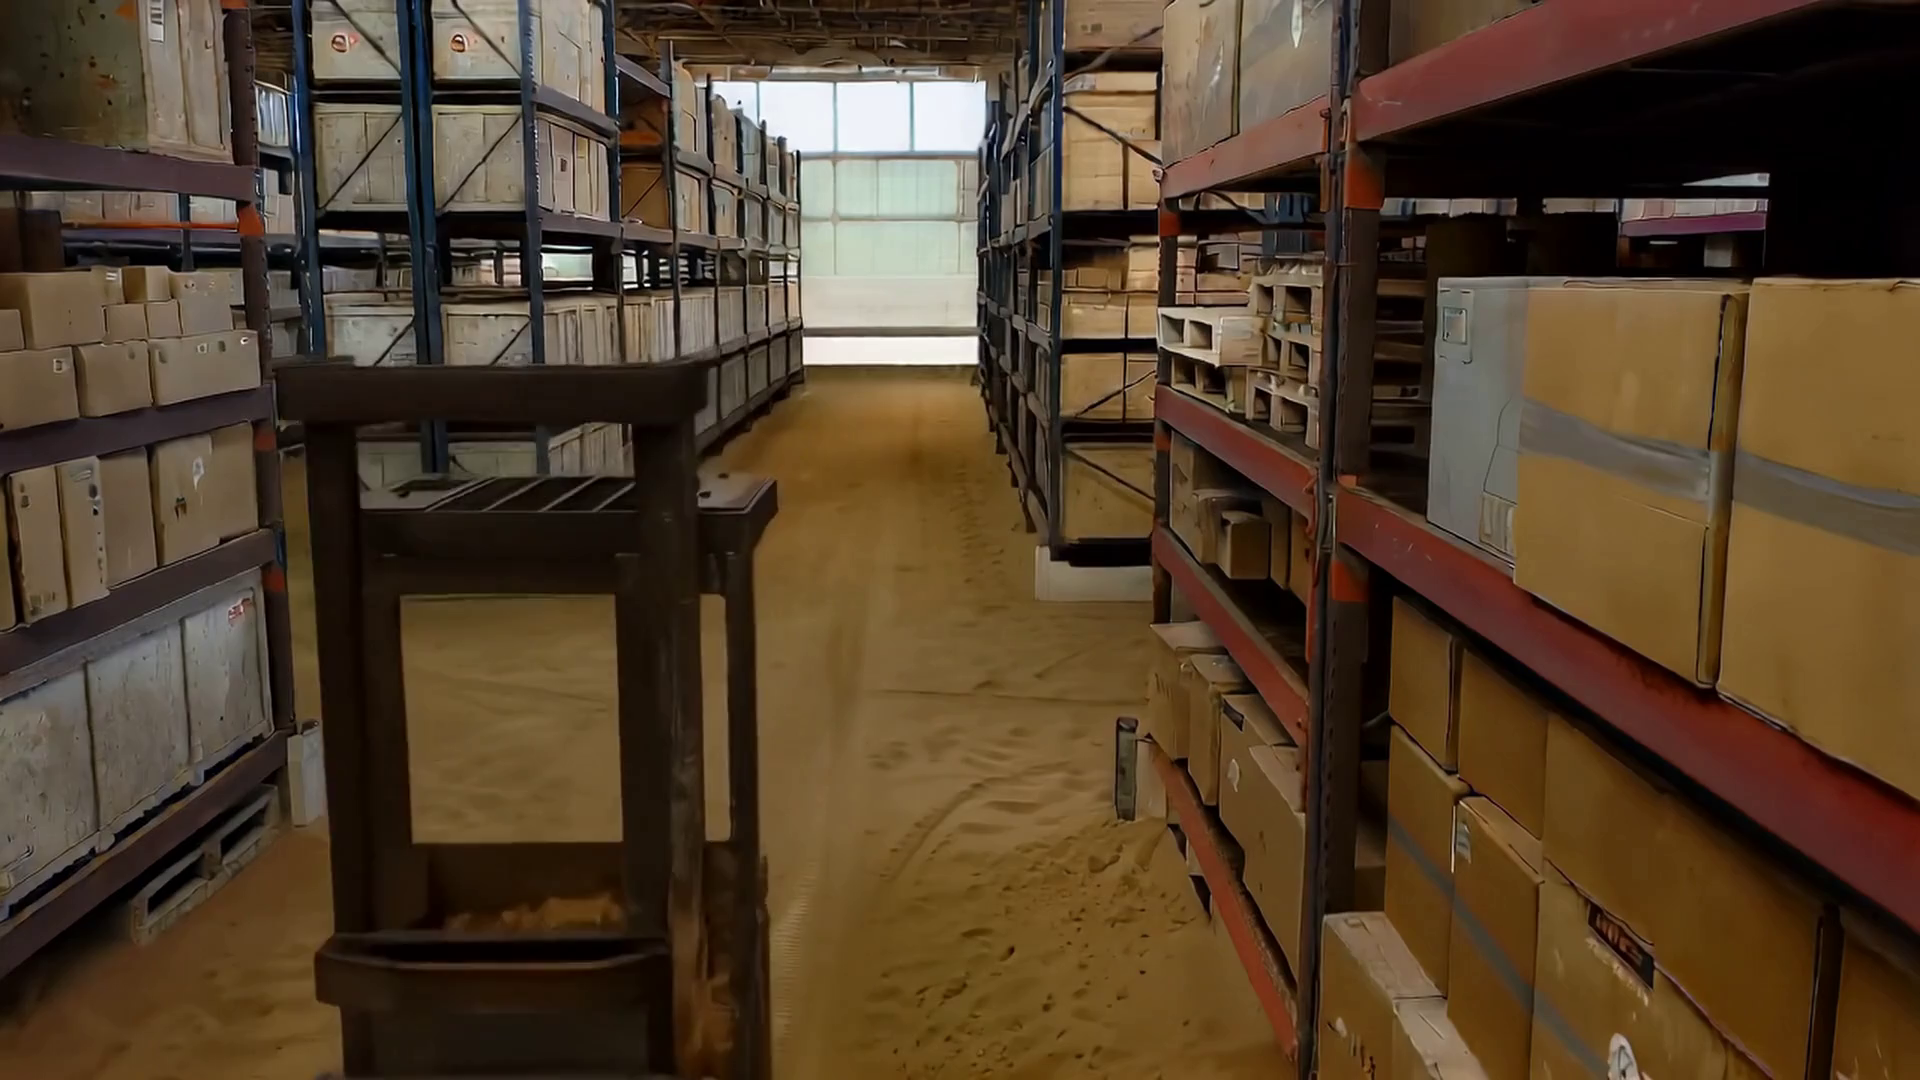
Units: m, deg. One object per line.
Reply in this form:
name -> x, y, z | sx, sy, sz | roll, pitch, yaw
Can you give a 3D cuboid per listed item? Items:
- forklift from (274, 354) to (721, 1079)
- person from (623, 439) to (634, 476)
forklift -> -1.075, 0.940, 4.092 | 1.129, 2.768, 1.873 | 0, 9, -1
person -> -2.424, -0.176, 13.502 | 0.393, 2.039, 0.613 | 8, 12, 42
